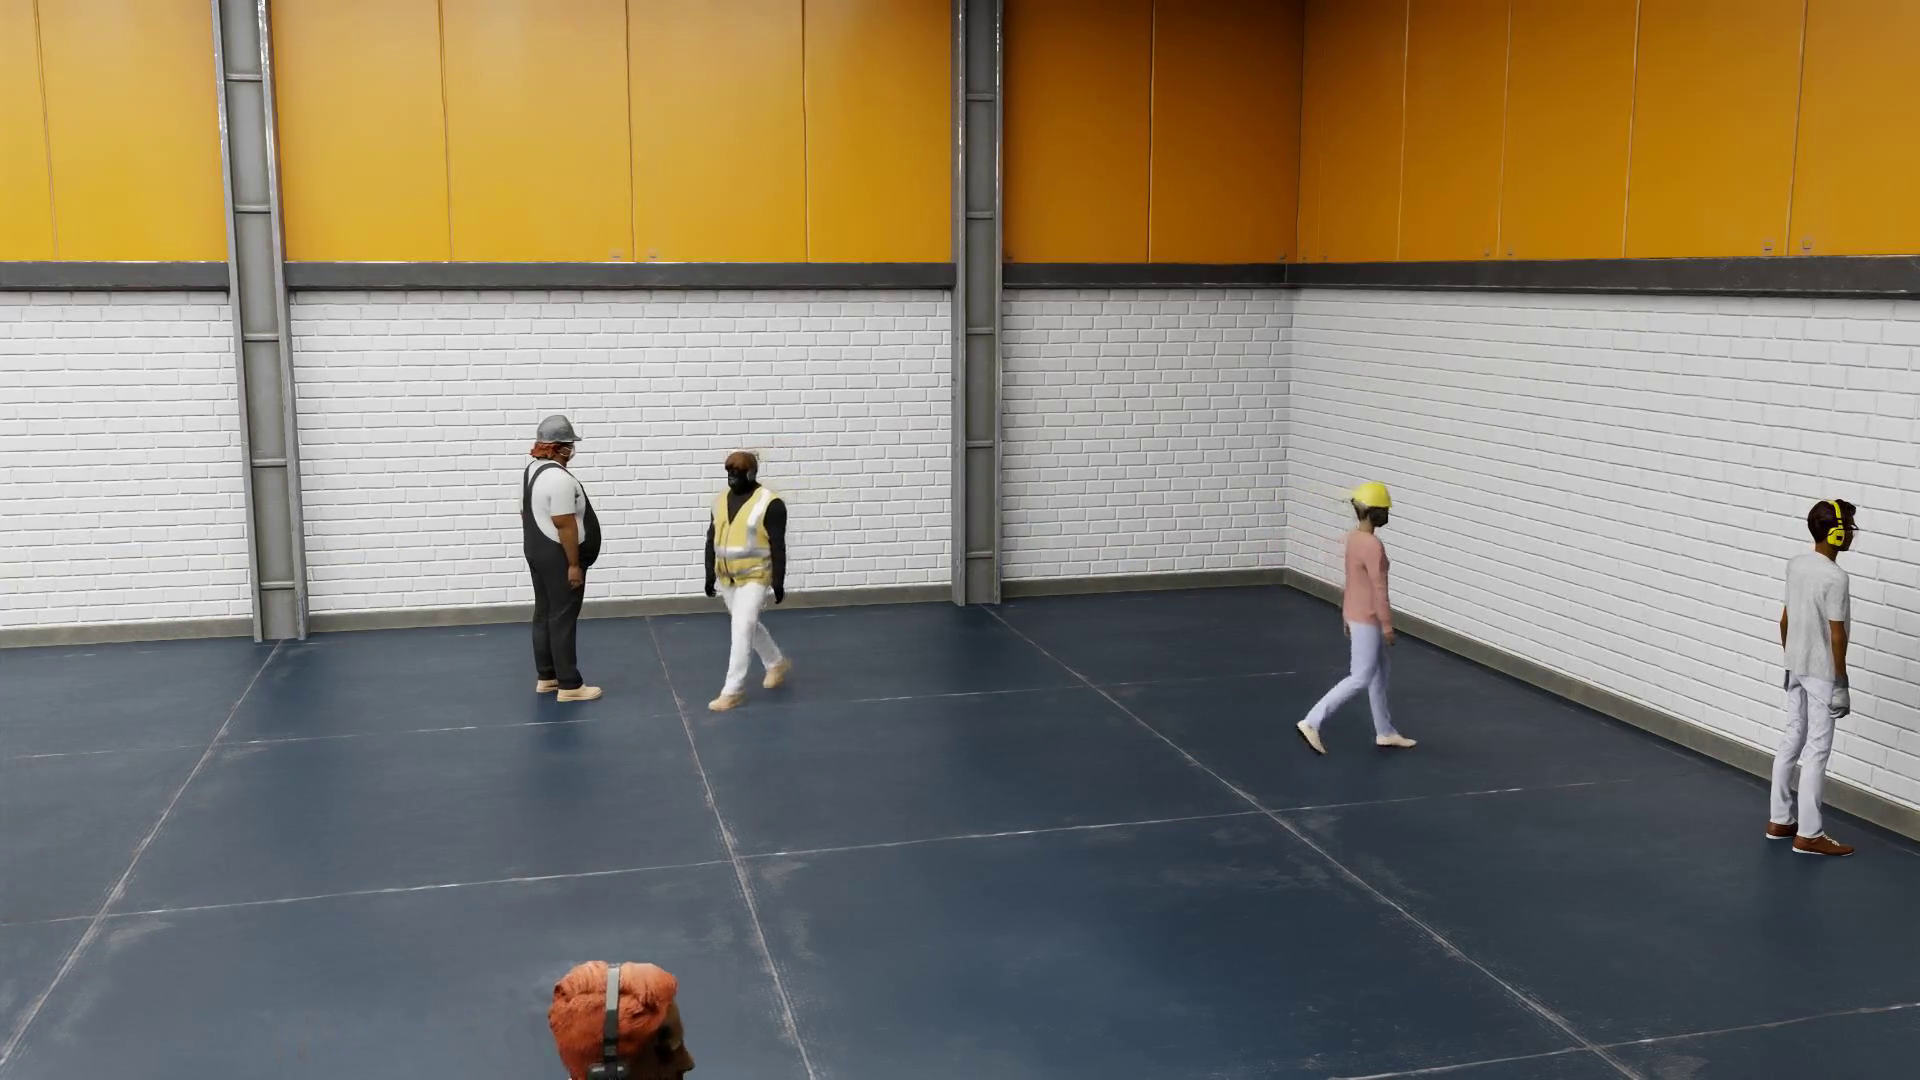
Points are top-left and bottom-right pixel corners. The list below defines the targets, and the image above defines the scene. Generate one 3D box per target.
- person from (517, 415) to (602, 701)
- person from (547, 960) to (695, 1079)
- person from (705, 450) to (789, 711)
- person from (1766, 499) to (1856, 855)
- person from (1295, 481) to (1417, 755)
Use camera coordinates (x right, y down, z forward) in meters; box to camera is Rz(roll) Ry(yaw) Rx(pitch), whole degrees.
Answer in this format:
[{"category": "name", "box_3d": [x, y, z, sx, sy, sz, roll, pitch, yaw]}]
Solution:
[{"category": "person", "box_3d": [-2.841, 0.116, 11.916, 0.537, 2.000, 0.674, -6, 11, -35]}, {"category": "person", "box_3d": [-0.587, 1.636, 2.964, 0.423, 1.865, 0.599, -2, 9, -13]}, {"category": "person", "box_3d": [-1.509, 0.247, 11.852, 0.637, 1.806, 0.931, 6, 11, 33]}, {"category": "person", "box_3d": [4.507, 0.711, 8.738, 0.327, 1.872, 0.516, -1, 9, -6]}, {"category": "person", "box_3d": [2.524, 0.493, 10.488, 0.788, 1.739, 0.533, 0, 9, 2]}]
